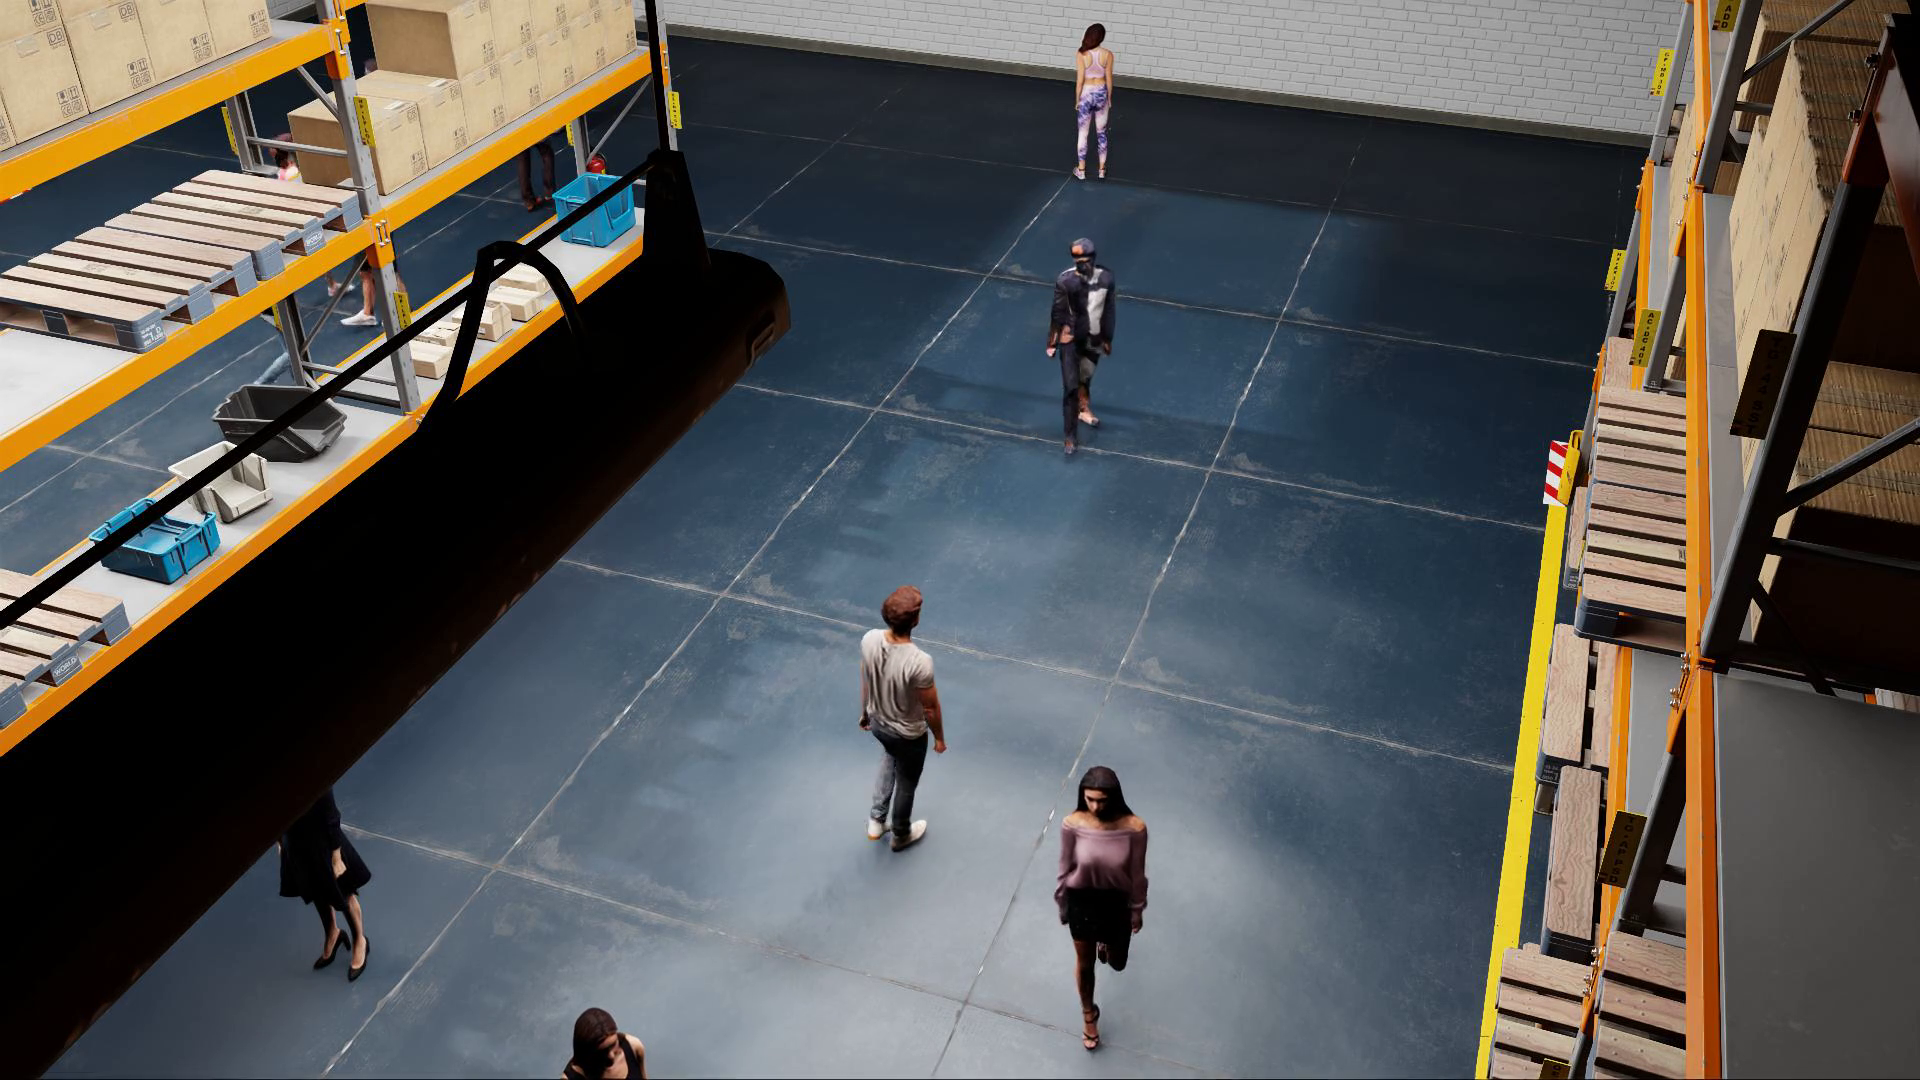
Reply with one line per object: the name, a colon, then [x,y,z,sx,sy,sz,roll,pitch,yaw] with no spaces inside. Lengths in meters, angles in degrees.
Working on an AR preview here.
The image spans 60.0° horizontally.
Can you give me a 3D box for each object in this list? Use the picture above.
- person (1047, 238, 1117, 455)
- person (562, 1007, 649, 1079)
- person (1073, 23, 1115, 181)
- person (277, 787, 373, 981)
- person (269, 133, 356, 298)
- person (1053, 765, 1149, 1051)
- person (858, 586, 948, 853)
person: [0.991,-1.692,13.812,1.048,1.846,1.143,-16,37,-23]
person: [-1.541,2.664,7.403,0.710,1.688,0.603,27,42,35]
person: [1.513,-4.965,18.808,0.673,1.767,0.682,-4,34,-5]
person: [-3.443,1.658,8.864,0.603,1.746,0.565,13,36,19]
person: [-6.345,-2.991,15.882,0.863,1.720,1.194,27,42,34]
person: [0.728,1.834,8.553,0.740,1.798,0.900,4,34,6]
person: [-0.407,1.101,9.574,0.780,1.886,0.762,21,39,28]
